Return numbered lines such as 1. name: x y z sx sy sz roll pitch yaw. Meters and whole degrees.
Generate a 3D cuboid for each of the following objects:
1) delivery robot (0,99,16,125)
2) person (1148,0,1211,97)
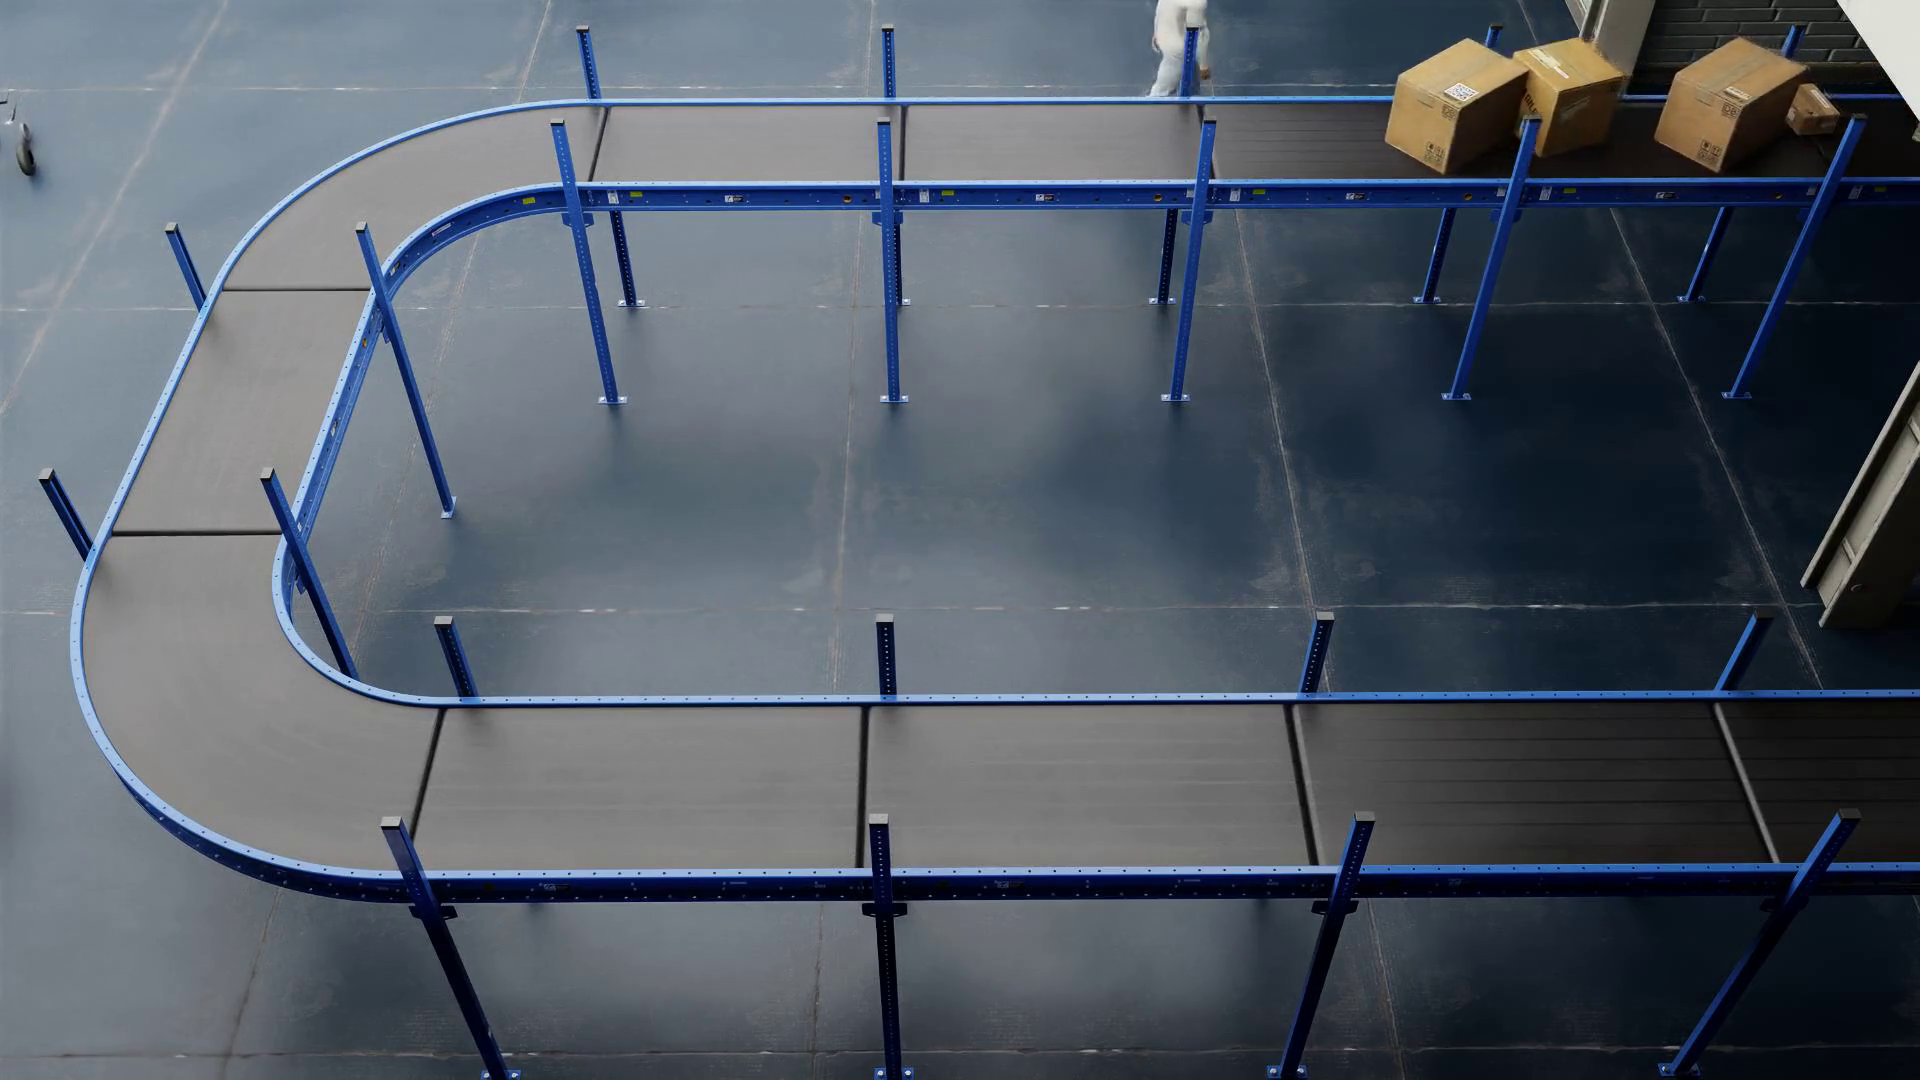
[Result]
1. delivery robot: -7.873 -3.441 13.887 0.335 0.223 0.698 -11 48 -10
2. person: 1.774 -3.931 13.662 1.041 1.882 0.652 -9 48 -9
